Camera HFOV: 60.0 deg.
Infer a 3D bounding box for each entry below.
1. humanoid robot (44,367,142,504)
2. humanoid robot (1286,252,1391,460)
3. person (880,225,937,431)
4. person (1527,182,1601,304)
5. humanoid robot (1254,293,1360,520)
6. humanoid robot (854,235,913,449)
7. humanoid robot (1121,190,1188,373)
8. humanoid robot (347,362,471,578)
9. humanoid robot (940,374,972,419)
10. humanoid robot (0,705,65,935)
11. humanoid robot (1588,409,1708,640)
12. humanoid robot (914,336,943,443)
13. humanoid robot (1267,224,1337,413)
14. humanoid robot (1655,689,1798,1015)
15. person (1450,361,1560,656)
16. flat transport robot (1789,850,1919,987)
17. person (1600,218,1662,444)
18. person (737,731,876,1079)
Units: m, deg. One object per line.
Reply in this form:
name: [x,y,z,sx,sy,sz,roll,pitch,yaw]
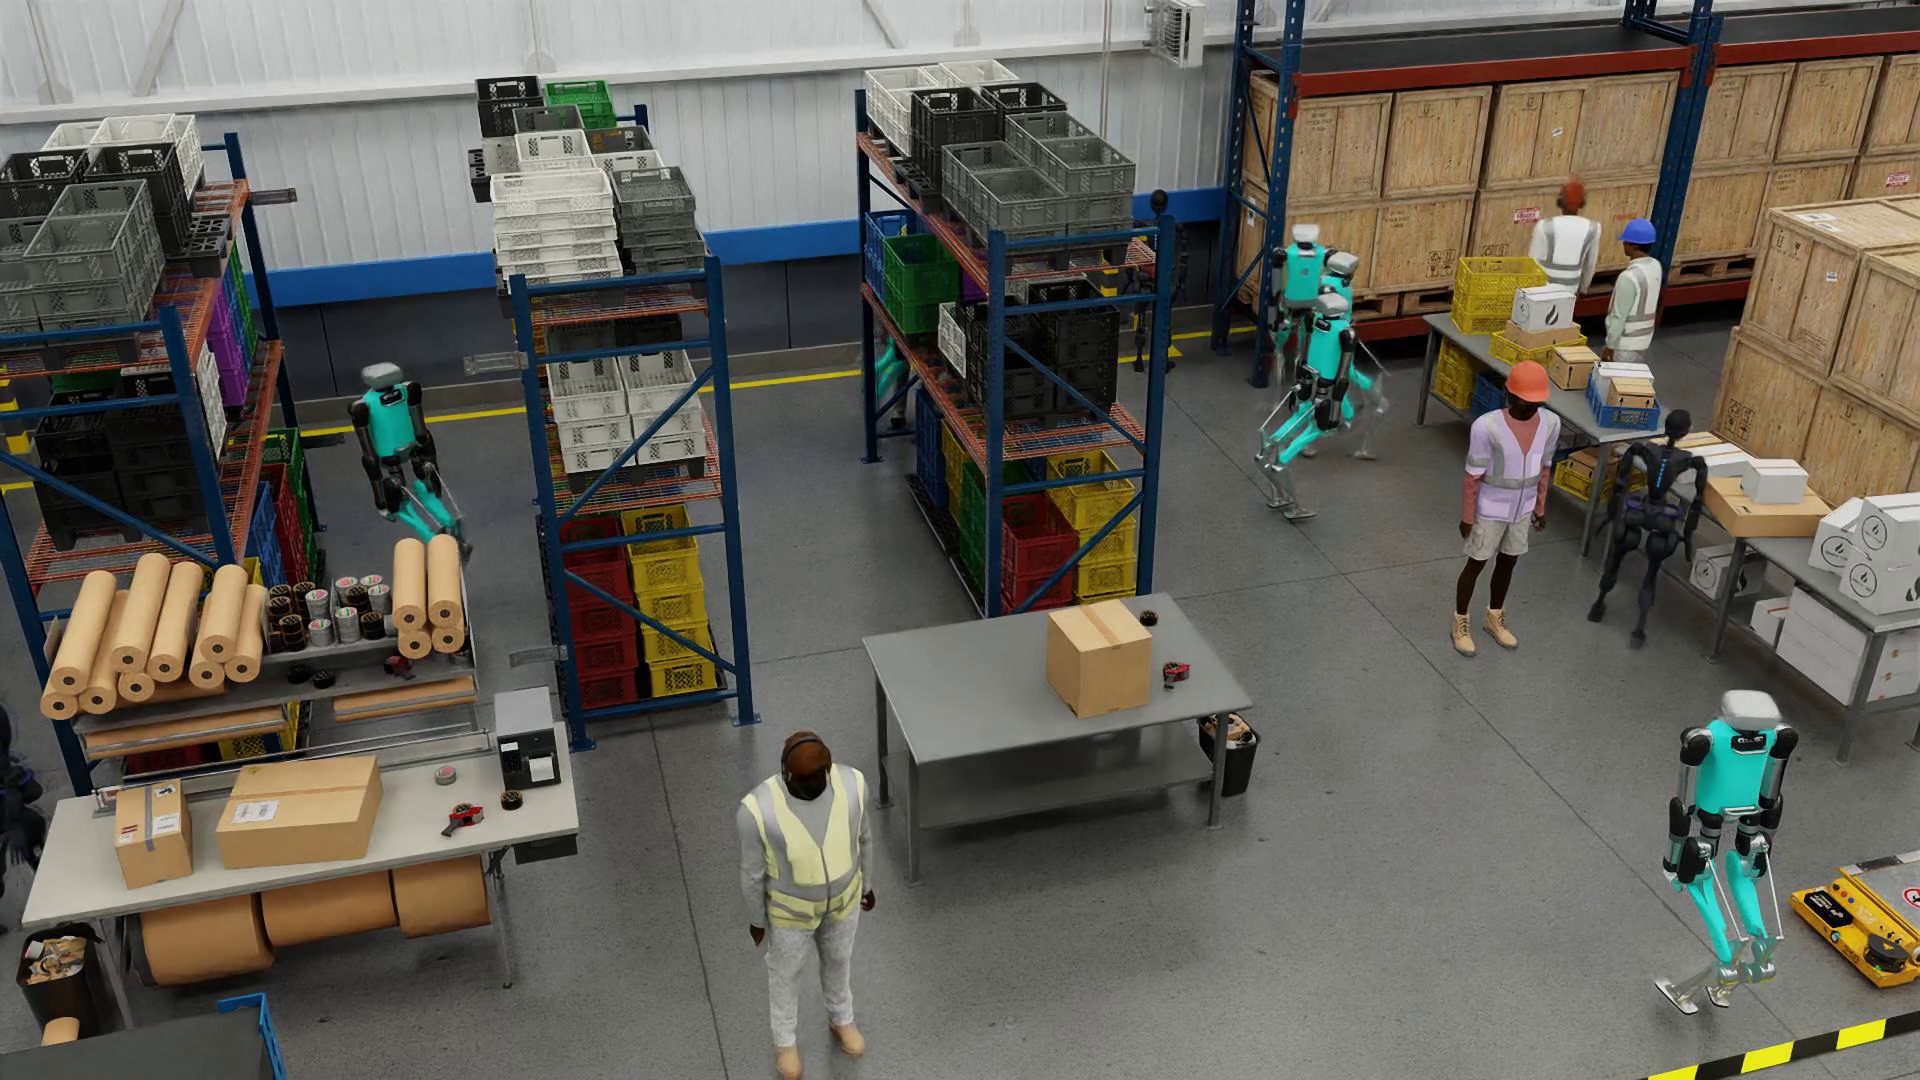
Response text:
humanoid robot: [-6.450,-0.951,12.413,0.599,1.657,0.315,-24,37,-36]
humanoid robot: [3.135,-1.392,13.209,0.909,1.772,0.573,15,32,26]
person: [-0.386,-1.723,13.671,0.594,1.831,0.403,7,30,13]
person: [5.209,-2.248,14.621,0.614,1.855,0.811,2,29,4]
humanoid robot: [2.483,-0.962,12.289,0.743,1.690,0.530,-13,31,-23]
humanoid robot: [-0.619,-1.567,13.532,0.656,1.849,0.538,-7,29,-12]
humanoid robot: [1.744,-2.320,14.907,0.599,1.655,0.315,7,29,12]
humanoid robot: [-3.593,-0.293,11.145,0.757,1.744,0.532,19,34,31]
humanoid robot: [0.002,-1.755,13.881,0.367,1.649,0.589,3,29,5]
humanoid robot: [-4.810,1.349,8.270,0.602,1.637,0.665,23,36,35]
humanoid robot: [4.515,-0.106,10.915,0.608,1.627,0.529,14,32,24]
humanoid robot: [-0.162,-1.593,13.621,0.480,1.644,0.588,-7,30,-12]
humanoid robot: [2.829,-1.872,14.082,0.546,1.799,0.789,2,29,3]
humanoid robot: [3.596,1.547,7.681,0.533,1.677,0.735,-3,29,-6]
person: [3.506,-0.200,10.685,0.612,2.043,0.371,-7,30,-12]
flat transport robot: [5.163,1.916,8.676,1.431,0.231,0.659,-8,30,-14]
person: [5.356,-1.640,13.426,0.437,1.934,0.621,22,36,35]
person: [-0.668,1.640,7.546,0.633,1.839,0.429,-13,31,-22]
